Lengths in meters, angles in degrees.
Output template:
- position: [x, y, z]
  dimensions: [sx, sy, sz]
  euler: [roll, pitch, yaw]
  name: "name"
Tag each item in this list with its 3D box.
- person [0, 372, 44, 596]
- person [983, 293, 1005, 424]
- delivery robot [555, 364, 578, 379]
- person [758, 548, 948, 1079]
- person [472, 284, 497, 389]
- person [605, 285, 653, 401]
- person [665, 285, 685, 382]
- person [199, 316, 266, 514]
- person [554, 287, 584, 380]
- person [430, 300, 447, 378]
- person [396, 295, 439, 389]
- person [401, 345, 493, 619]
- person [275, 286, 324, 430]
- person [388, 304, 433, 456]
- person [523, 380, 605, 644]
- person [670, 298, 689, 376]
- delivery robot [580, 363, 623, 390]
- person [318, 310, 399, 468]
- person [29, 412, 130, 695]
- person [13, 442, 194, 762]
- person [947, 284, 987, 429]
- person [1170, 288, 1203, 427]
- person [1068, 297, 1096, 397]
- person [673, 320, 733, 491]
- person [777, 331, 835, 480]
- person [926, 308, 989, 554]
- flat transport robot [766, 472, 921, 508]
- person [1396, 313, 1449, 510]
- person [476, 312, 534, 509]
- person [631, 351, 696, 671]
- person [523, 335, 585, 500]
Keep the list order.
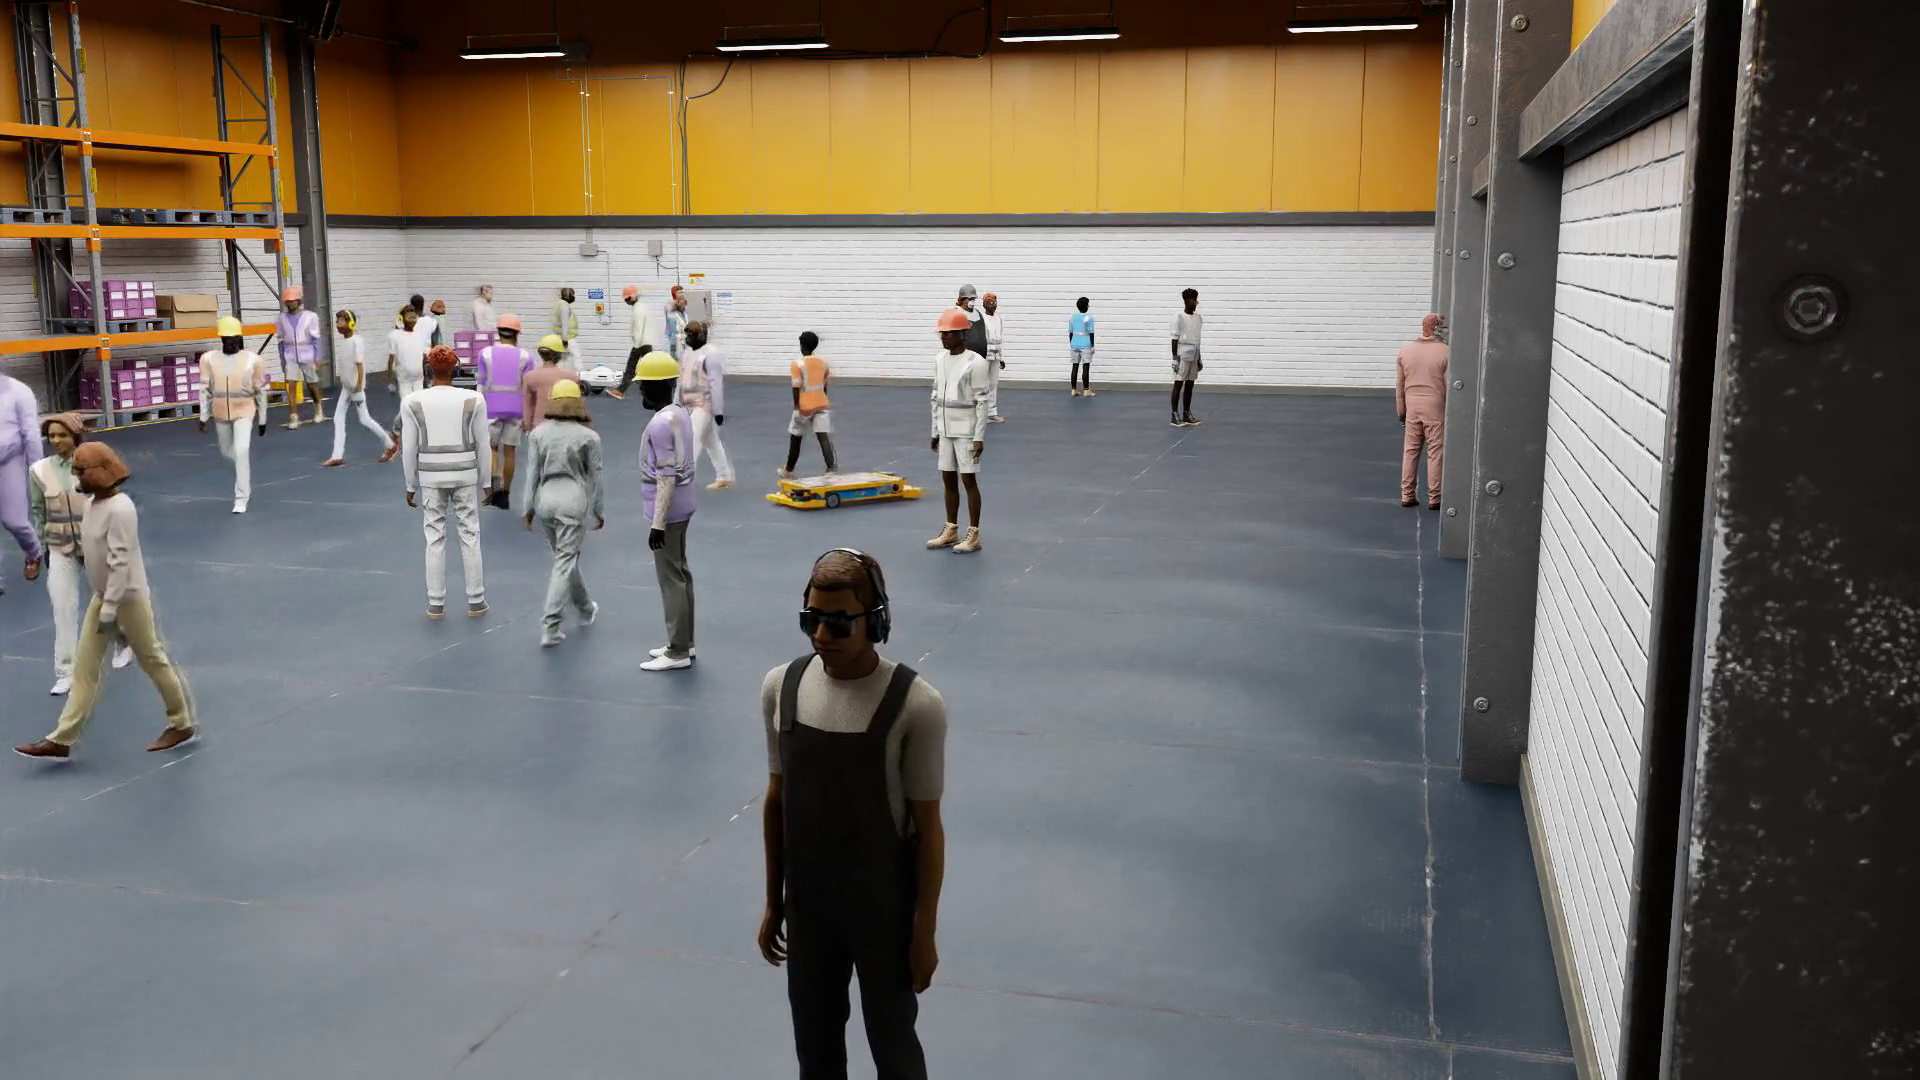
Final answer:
- position: [-7.036, -0.521, 12.148]
  dimensions: [0.644, 1.883, 0.646]
  euler: [-2, 10, -12]
  name: "person"
- position: [0.425, -2.623, 24.049]
  dimensions: [0.584, 1.882, 0.346]
  euler: [-10, 14, -44]
  name: "person"
- position: [-6.853, -2.741, 28.214]
  dimensions: [0.707, 0.478, 0.477]
  euler: [0, 10, 1]
  name: "delivery robot"
- position: [-0.270, 0.919, 4.142]
  dimensions: [0.501, 1.839, 0.341]
  euler: [5, 11, 26]
  name: "person"
- position: [-8.380, -3.622, 29.715]
  dimensions: [0.838, 1.870, 0.683]
  euler: [1, 10, 6]
  name: "person"
- position: [-5.327, -3.243, 27.475]
  dimensions: [1.059, 1.913, 0.650]
  euler: [-3, 11, -17]
  name: "person"
- position: [-5.177, -3.713, 30.323]
  dimensions: [0.374, 1.843, 0.575]
  euler: [2, 10, 12]
  name: "person"
- position: [-7.060, -1.243, 16.218]
  dimensions: [0.589, 1.895, 0.885]
  euler: [-1, 10, -5]
  name: "person"
- position: [-6.911, -3.609, 29.829]
  dimensions: [0.818, 1.810, 0.649]
  euler: [-3, 11, -19]
  name: "person"
- position: [-9.046, -3.348, 28.888]
  dimensions: [0.280, 1.624, 0.493]
  euler: [-9, 13, -42]
  name: "person"
- position: [-7.748, -2.560, 23.788]
  dimensions: [0.594, 1.852, 1.048]
  euler: [-4, 11, -23]
  name: "person"
- position: [-3.511, -0.395, 11.429]
  dimensions: [0.584, 1.882, 0.347]
  euler: [-3, 10, -15]
  name: "person"
- position: [-9.319, -2.588, 23.519]
  dimensions: [0.618, 2.013, 0.943]
  euler: [-1, 10, -8]
  name: "person"
- position: [-6.737, -1.952, 20.329]
  dimensions: [0.531, 1.857, 0.530]
  euler: [-9, 13, -41]
  name: "person"
- position: [-2.568, -0.198, 10.872]
  dimensions: [0.496, 1.673, 0.886]
  euler: [2, 10, 13]
  name: "person"
- position: [-5.080, -3.553, 30.049]
  dimensions: [0.526, 1.622, 0.531]
  euler: [5, 11, 27]
  name: "person"
- position: [-6.135, -2.784, 28.452]
  dimensions: [0.707, 0.478, 0.477]
  euler: [4, 11, 19]
  name: "delivery robot"
- position: [-7.039, -1.777, 19.422]
  dimensions: [0.532, 1.833, 0.942]
  euler: [9, 14, 42]
  name: "person"
- position: [-5.148, 0.037, 9.783]
  dimensions: [0.519, 1.605, 0.826]
  euler: [-2, 10, -10]
  name: "person"
- position: [-4.235, 0.319, 8.208]
  dimensions: [0.519, 1.589, 0.836]
  euler: [8, 13, 39]
  name: "person"
- position: [0.133, -2.537, 23.117]
  dimensions: [0.684, 2.000, 0.538]
  euler: [-9, 13, -41]
  name: "person"
- position: [3.238, -2.604, 23.707]
  dimensions: [0.609, 1.965, 0.369]
  euler: [-9, 13, -40]
  name: "person"
- position: [2.073, -3.268, 28.267]
  dimensions: [0.532, 1.683, 0.322]
  euler: [9, 14, 42]
  name: "person"
- position: [-2.755, -1.369, 17.203]
  dimensions: [0.940, 1.790, 0.625]
  euler: [-5, 11, -28]
  name: "person"
- position: [-1.614, -1.414, 17.867]
  dimensions: [0.543, 1.638, 0.905]
  euler: [-9, 14, -42]
  name: "person"
- position: [-0.038, -0.905, 13.866]
  dimensions: [0.395, 2.042, 0.611]
  euler: [-9, 13, -42]
  name: "person"
- position: [-1.163, -0.511, 16.652]
  dimensions: [1.431, 0.197, 0.652]
  euler: [-7, 12, -35]
  name: "flat transport robot"
- position: [4.574, -1.249, 16.211]
  dimensions: [0.651, 1.904, 0.402]
  euler: [10, 14, 44]
  name: "person"
- position: [-4.428, -1.252, 16.199]
  dimensions: [0.583, 1.910, 0.466]
  euler: [-3, 10, -15]
  name: "person"
- position: [-1.784, -0.174, 10.053]
  dimensions: [0.369, 1.925, 0.594]
  euler: [0, 10, 1]
  name: "person"
- position: [-3.789, -1.030, 15.469]
  dimensions: [0.562, 1.745, 0.724]
  euler: [0, 10, 3]
  name: "person"
